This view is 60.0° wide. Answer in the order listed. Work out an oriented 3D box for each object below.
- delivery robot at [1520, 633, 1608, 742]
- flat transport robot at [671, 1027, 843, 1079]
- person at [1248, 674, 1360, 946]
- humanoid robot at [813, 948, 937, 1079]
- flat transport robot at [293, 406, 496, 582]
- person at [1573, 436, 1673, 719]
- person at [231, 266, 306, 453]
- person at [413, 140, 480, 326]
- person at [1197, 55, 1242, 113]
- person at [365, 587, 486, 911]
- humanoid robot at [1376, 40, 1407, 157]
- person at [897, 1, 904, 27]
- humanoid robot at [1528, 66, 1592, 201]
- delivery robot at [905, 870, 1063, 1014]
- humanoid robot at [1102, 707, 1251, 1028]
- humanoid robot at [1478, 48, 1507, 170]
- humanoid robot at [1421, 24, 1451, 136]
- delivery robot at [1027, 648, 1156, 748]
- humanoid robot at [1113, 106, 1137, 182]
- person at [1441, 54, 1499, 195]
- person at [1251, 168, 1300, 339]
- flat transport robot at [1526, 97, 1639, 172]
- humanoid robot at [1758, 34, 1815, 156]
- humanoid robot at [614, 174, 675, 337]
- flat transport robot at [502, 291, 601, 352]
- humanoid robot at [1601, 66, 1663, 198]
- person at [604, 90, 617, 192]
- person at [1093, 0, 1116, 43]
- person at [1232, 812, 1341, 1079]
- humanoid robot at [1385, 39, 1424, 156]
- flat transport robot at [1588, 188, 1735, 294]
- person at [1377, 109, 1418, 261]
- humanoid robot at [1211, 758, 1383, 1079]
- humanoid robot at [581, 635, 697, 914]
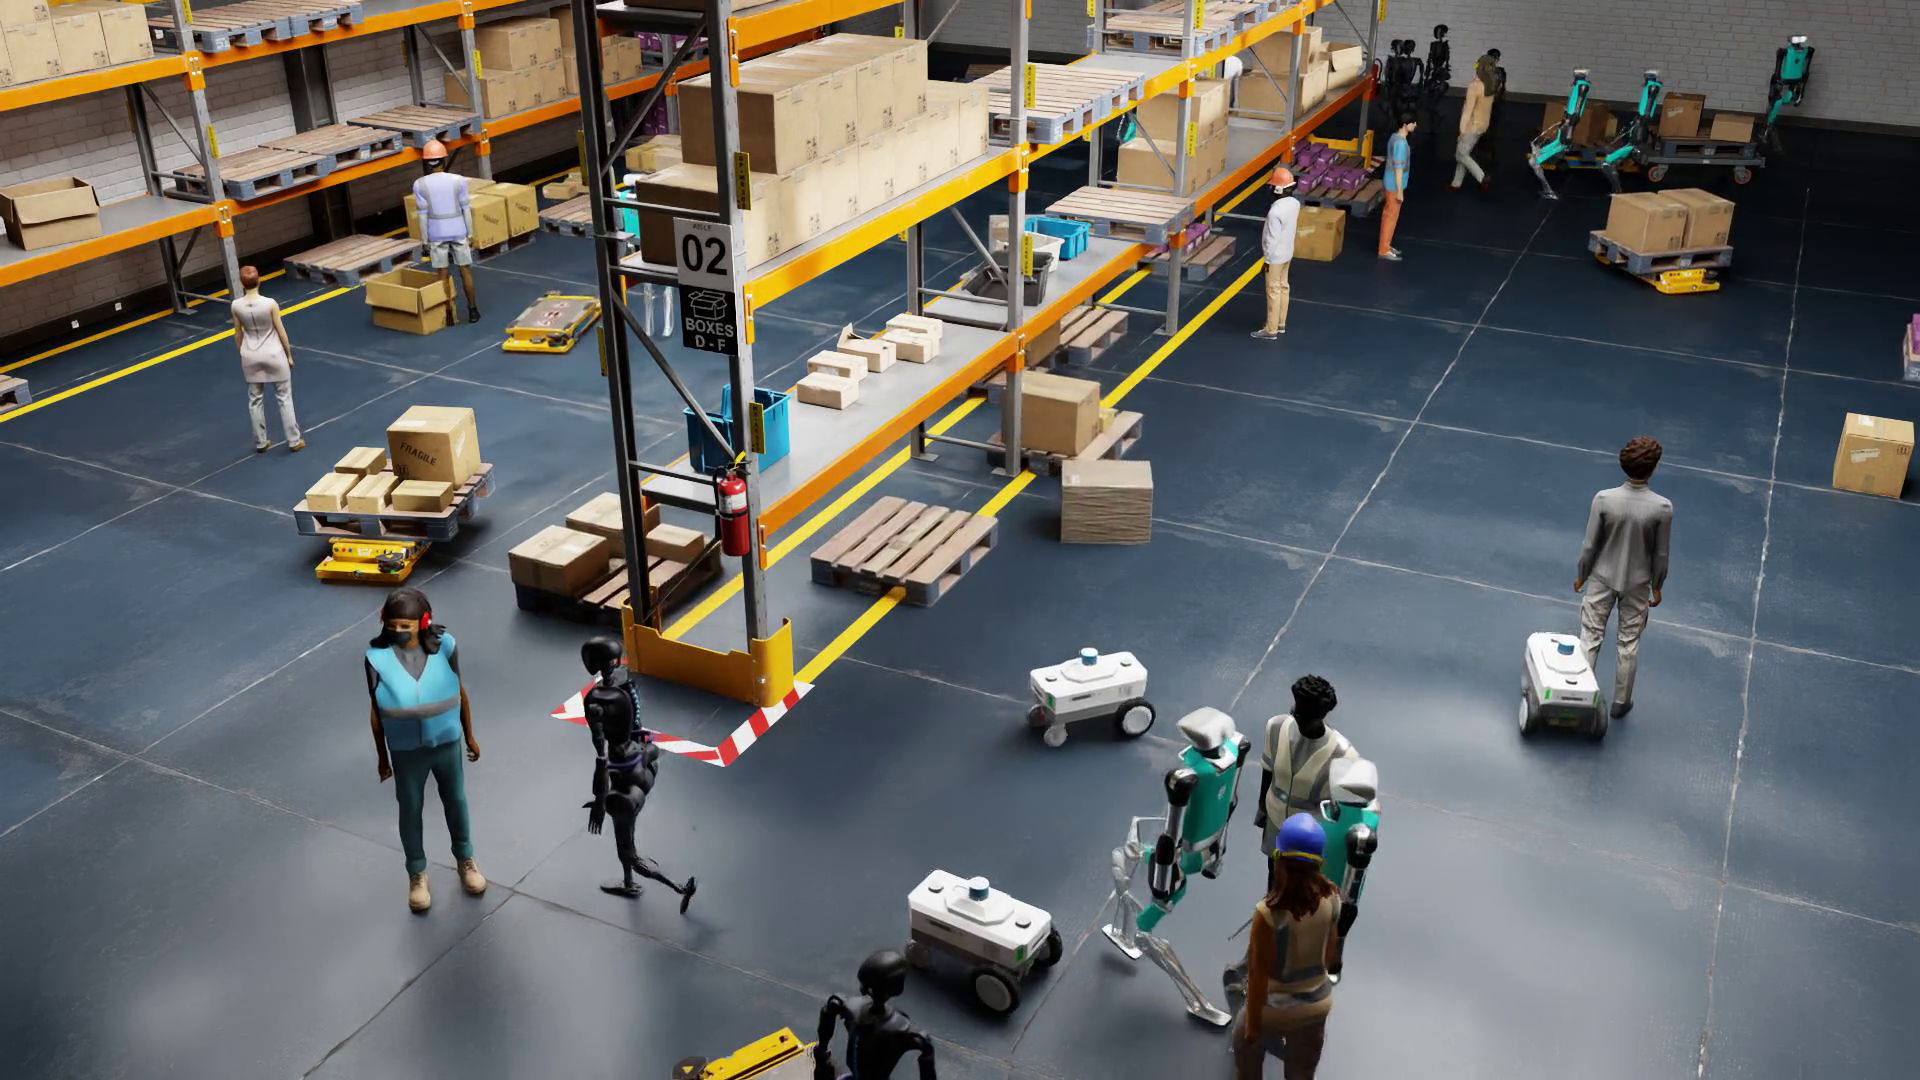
[{"bbox_3d":[3.828,0.925,10.606,0.499,0.611,0.800,4,27,7],"label":"delivery robot"},{"bbox_3d":[-0.683,2.690,7.344,0.659,0.231,1.431,-18,31,-31],"label":"flat transport robot"},{"bbox_3d":[1.710,1.410,8.324,0.532,1.693,0.320,22,34,37],"label":"person"},{"bbox_3d":[-0.345,2.308,6.552,0.610,1.646,0.465,14,30,27],"label":"humanoid robot"},{"bbox_3d":[-4.387,-0.083,12.945,0.659,0.231,1.431,3,26,6],"label":"flat transport robot"},{"bbox_3d":[4.139,0.254,10.431,0.532,1.898,0.393,10,28,19],"label":"person"},{"bbox_3d":[-6.002,-1.549,14.350,0.435,1.652,0.296,-3,26,-5],"label":"person"},{"bbox_3d":[-5.357,-3.192,17.356,0.542,1.931,0.372,-10,28,-19],"label":"person"},{"bbox_3d":[3.629,-6.142,23.373,0.660,1.878,0.731,-5,27,-10],"label":"person"},{"bbox_3d":[-2.826,1.079,8.799,0.519,1.865,0.391,-12,29,-23],"label":"person"},{"bbox_3d":[6.309,-6.446,24.231,0.339,1.654,0.588,20,33,35],"label":"humanoid robot"},{"bbox_3d":[-0.931,-9.486,30.198,0.377,1.819,0.524,22,34,37],"label":"person"},{"bbox_3d":[7.782,-5.347,21.809,0.742,1.698,0.539,5,27,9],"label":"humanoid robot"},{"bbox_3d":[0.115,1.997,8.444,0.812,0.614,0.499,16,30,28],"label":"delivery robot"},{"bbox_3d":[0.954,1.512,8.136,1.037,1.765,0.538,24,35,39],"label":"humanoid robot"},{"bbox_3d":[7.492,-6.093,23.506,0.589,1.647,0.344,-16,30,-28],"label":"humanoid robot"},{"bbox_3d":[7.321,-7.013,25.363,0.435,1.647,0.589,-8,28,-17],"label":"humanoid robot"},{"bbox_3d":[0.826,0.961,10.514,0.782,0.594,0.499,-10,28,-19],"label":"delivery robot"},{"bbox_3d":[2.306,-5.702,22.694,0.547,1.808,0.905,23,35,39],"label":"humanoid robot"},{"bbox_3d":[6.865,-5.504,22.120,0.577,1.847,0.720,-22,34,-37],"label":"person"},{"bbox_3d":[3.237,-2.934,17.031,0.324,1.751,0.558,16,30,29],"label":"person"},{"bbox_3d":[8.898,-5.444,23.774,1.431,0.231,0.659,3,27,7],"label":"flat transport robot"},{"bbox_3d":[12.045,-6.586,24.500,0.550,1.774,1.035,-1,26,-3],"label":"humanoid robot"},{"bbox_3d":[-3.157,-2.877,17.004,0.531,1.858,0.737,6,27,13],"label":"humanoid robot"},{"bbox_3d":[-4.225,-2.281,17.386,0.659,0.231,1.431,3,26,6],"label":"flat transport robot"},{"bbox_3d":[8.731,-5.304,21.864,0.692,1.819,0.530,8,27,15],"label":"humanoid robot"},{"bbox_3d":[-4.593,-5.114,21.335,0.374,1.840,0.566,-2,26,-5],"label":"person"},{"bbox_3d":[2.512,-8.940,28.970,0.421,1.927,0.531,-4,27,-9],"label":"person"},{"bbox_3d":[1.402,1.985,7.105,0.484,1.743,0.529,-8,28,-16],"label":"person"},{"bbox_3d":[6.483,-6.408,24.131,0.609,1.634,0.391,-10,28,-20],"label":"humanoid robot"},{"bbox_3d":[8.004,-3.141,19.123,0.659,0.231,1.431,-6,27,-12],"label":"flat transport robot"},{"bbox_3d":[5.123,-4.158,19.500,0.335,1.759,0.495,4,27,7],"label":"person"},{"bbox_3d":[1.429,1.793,7.584,0.826,1.813,0.536,1,26,1],"label":"humanoid robot"},{"bbox_3d":[-1.685,1.228,8.730,0.625,1.629,0.601,5,27,10],"label":"humanoid robot"}]
